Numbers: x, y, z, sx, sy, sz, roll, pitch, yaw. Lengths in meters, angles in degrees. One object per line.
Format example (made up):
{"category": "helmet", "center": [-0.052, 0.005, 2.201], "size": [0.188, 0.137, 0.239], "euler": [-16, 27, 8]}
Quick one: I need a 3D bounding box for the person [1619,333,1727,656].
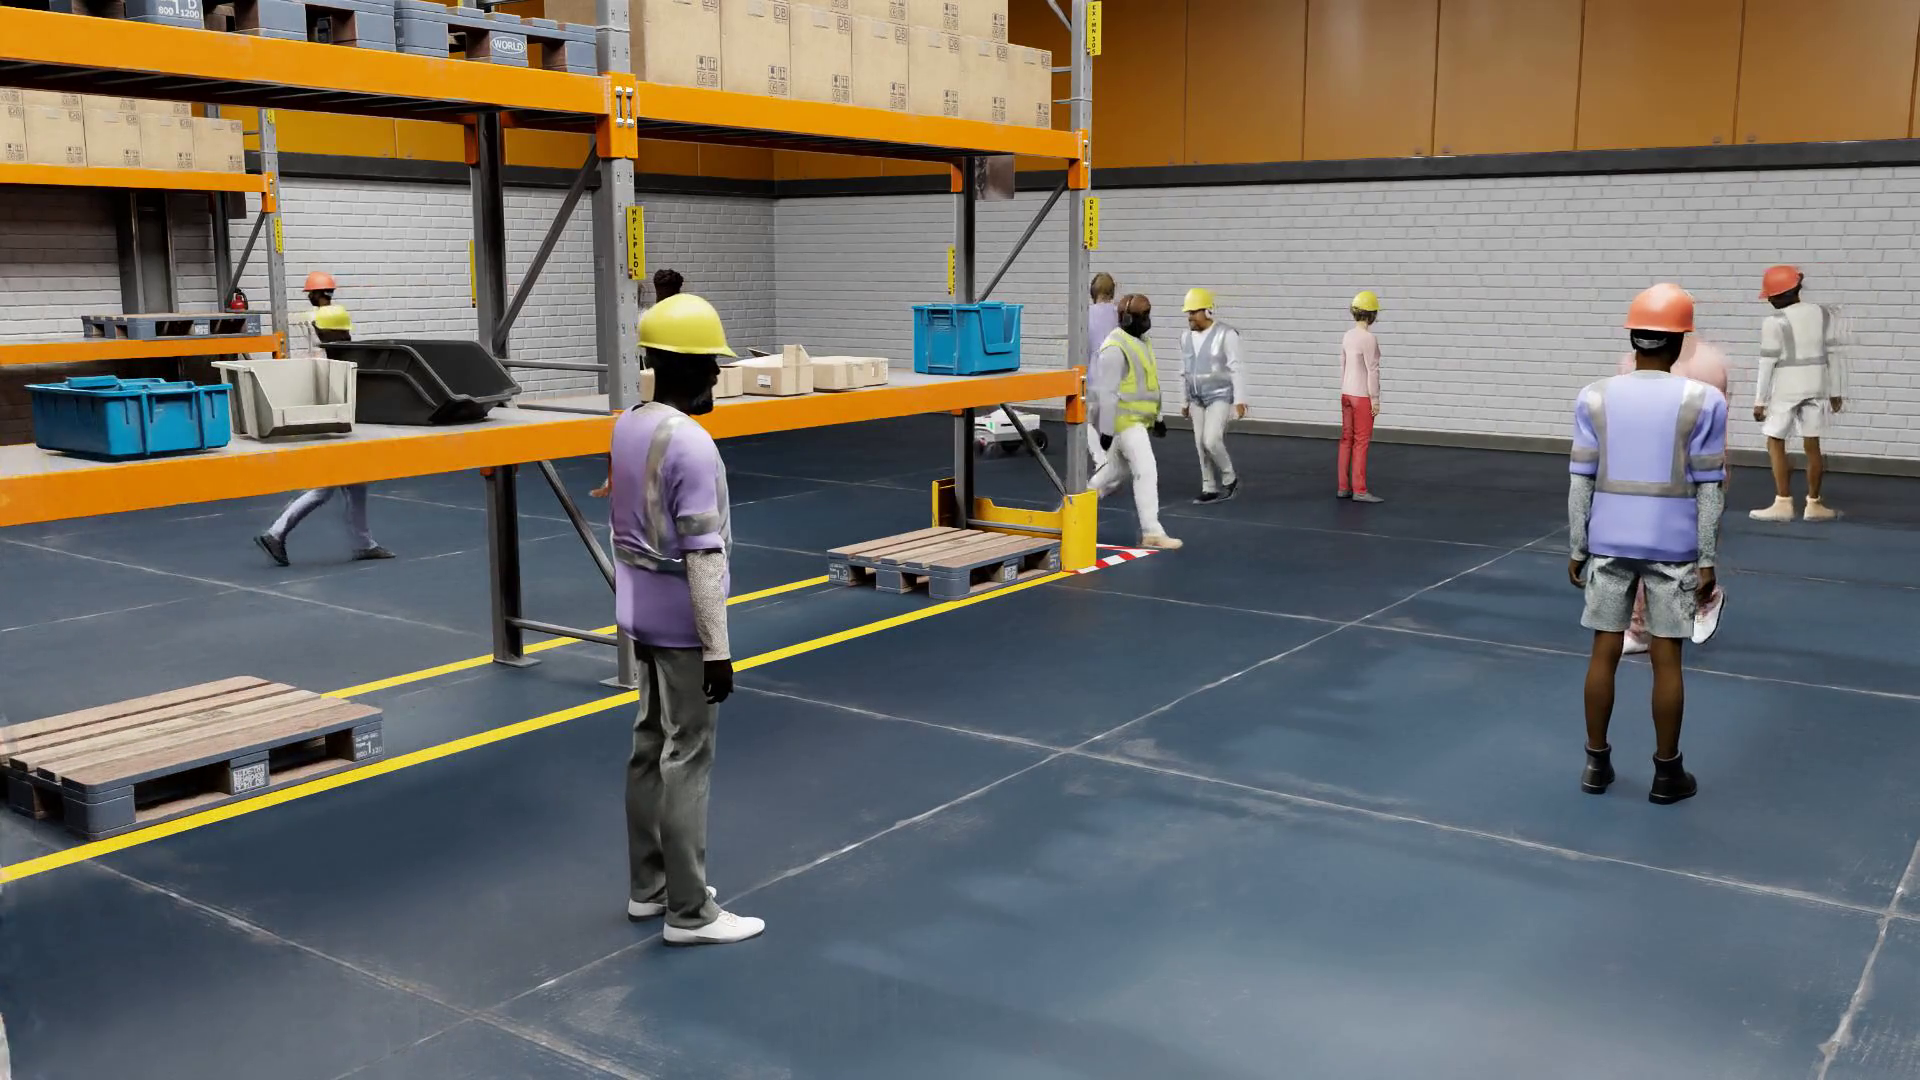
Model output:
{"category": "person", "center": [3.593, -0.332, 8.456], "size": [0.582, 1.888, 0.658], "euler": [-4, 10, -21]}

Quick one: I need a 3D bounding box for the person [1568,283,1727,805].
{"category": "person", "center": [2.567, 0.016, 6.245], "size": [0.545, 1.939, 0.374], "euler": [7, 12, 35]}

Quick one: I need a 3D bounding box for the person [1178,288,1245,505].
{"category": "person", "center": [2.030, -1.167, 13.698], "size": [0.482, 1.803, 0.626], "euler": [-8, 12, -39]}

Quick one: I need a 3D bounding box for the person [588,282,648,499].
{"category": "person", "center": [-2.787, -1.332, 14.429], "size": [1.010, 1.898, 0.646], "euler": [-8, 13, -40]}

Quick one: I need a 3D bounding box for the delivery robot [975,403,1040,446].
{"category": "delivery robot", "center": [0.482, -1.185, 17.232], "size": [0.707, 0.478, 0.477], "euler": [-8, 12, -38]}

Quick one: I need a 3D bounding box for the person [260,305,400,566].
{"category": "person", "center": [-4.242, -0.690, 11.064], "size": [0.808, 1.741, 0.533], "euler": [-3, 10, -16]}

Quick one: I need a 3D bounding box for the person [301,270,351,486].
{"category": "person", "center": [-5.714, -1.453, 15.008], "size": [0.376, 1.933, 0.552], "euler": [1, 10, 9]}

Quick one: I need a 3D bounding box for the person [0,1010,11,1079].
{"category": "person", "center": [-1.283, 0.807, 1.732], "size": [0.982, 1.863, 0.619], "euler": [-2, 10, -12]}

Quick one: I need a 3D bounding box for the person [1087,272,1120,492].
{"category": "person", "center": [1.240, -1.354, 14.461], "size": [0.654, 1.922, 0.475], "euler": [-4, 10, -24]}

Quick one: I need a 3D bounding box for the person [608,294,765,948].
{"category": "person", "center": [-0.824, 0.240, 4.954], "size": [0.377, 1.923, 0.595], "euler": [-6, 11, -33]}

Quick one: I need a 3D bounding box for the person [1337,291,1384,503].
{"category": "person", "center": [3.375, -1.199, 13.986], "size": [0.305, 1.772, 0.525], "euler": [-3, 10, -16]}

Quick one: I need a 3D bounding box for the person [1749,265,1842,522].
{"category": "person", "center": [6.547, -1.129, 12.955], "size": [0.773, 1.996, 0.395], "euler": [-2, 10, -11]}

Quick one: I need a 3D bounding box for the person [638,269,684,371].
{"category": "person", "center": [-2.423, -1.258, 13.772], "size": [0.604, 1.959, 0.377], "euler": [8, 13, 41]}

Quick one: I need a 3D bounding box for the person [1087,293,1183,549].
{"category": "person", "center": [1.131, -0.846, 11.796], "size": [0.905, 1.807, 0.627], "euler": [4, 10, 22]}
